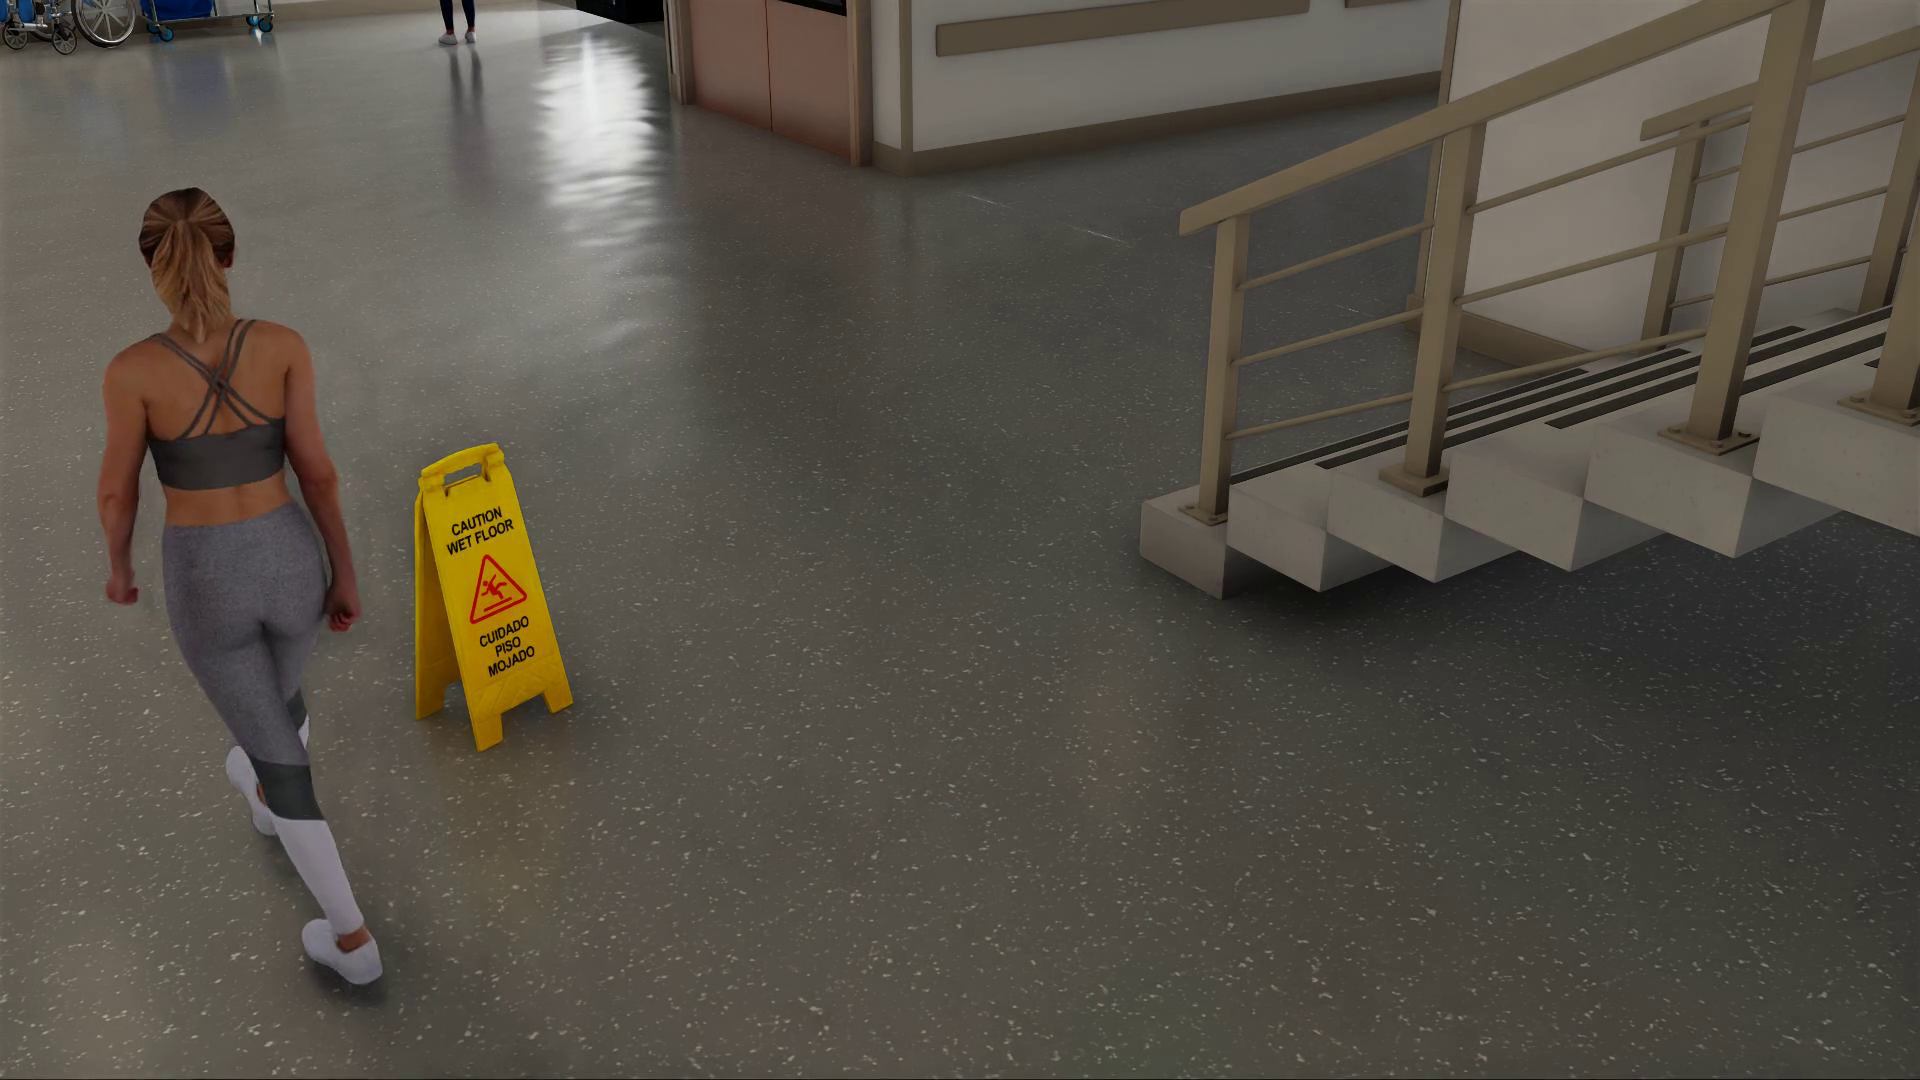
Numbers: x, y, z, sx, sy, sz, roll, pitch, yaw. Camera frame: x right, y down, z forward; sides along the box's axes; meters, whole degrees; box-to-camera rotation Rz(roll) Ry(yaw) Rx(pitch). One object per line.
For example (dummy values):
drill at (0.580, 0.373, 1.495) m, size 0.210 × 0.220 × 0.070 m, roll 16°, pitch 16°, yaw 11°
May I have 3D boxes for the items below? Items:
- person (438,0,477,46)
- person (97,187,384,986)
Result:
person at (-4.507, -5.277, 14.580) m, size 0.600 × 1.775 × 0.508 m, roll -17°, pitch 30°, yaw -31°
person at (-1.429, 0.173, 3.425) m, size 0.662 × 1.648 × 1.141 m, roll -22°, pitch 33°, yaw -37°
